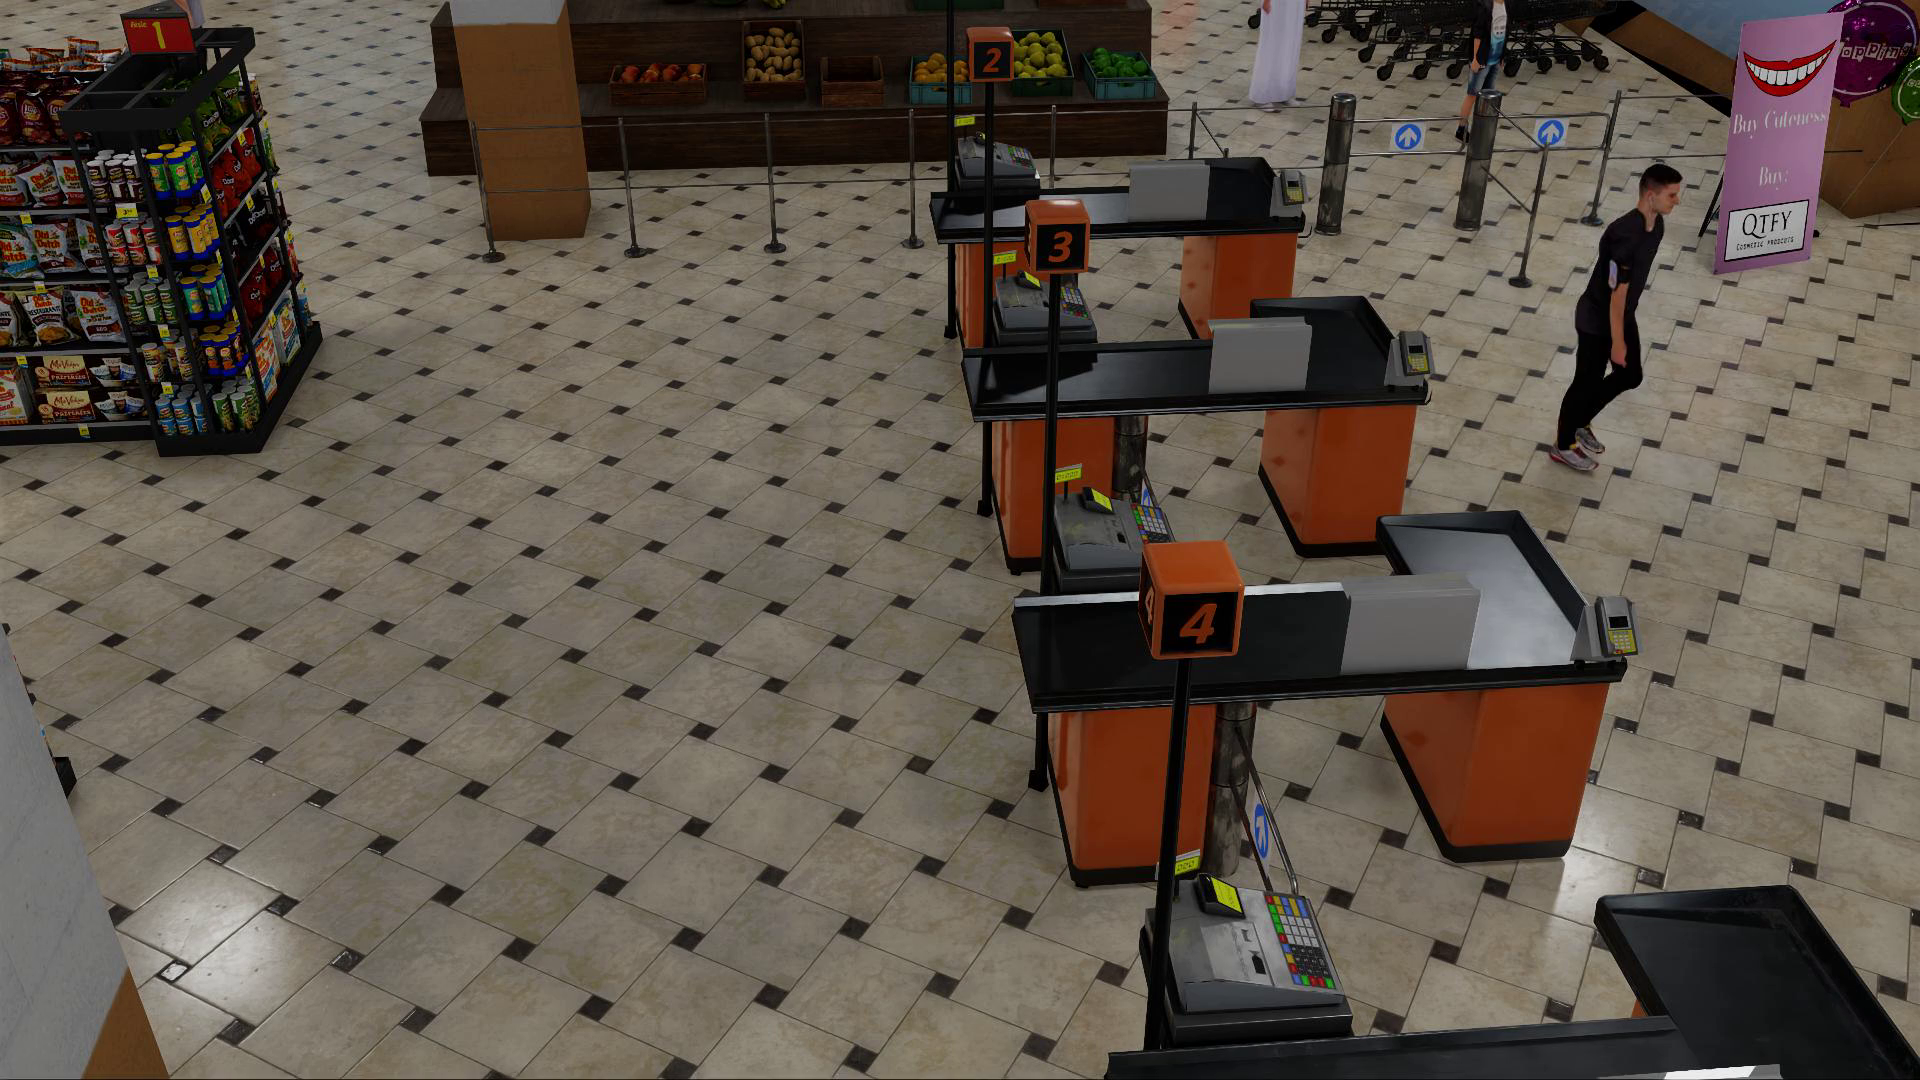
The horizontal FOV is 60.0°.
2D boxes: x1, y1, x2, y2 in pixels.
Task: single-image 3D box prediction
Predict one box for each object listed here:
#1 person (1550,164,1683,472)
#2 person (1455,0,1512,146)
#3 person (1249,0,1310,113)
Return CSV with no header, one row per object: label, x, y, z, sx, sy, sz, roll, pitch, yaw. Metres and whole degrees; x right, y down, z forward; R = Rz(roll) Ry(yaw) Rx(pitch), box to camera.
person,3.389,-1.192,8.930,0.760,1.740,0.832,-27,41,-36
person,4.350,-4.002,13.724,0.582,1.445,0.673,-21,38,-30
person,2.821,-4.739,14.454,0.731,1.927,0.843,-17,36,-25
